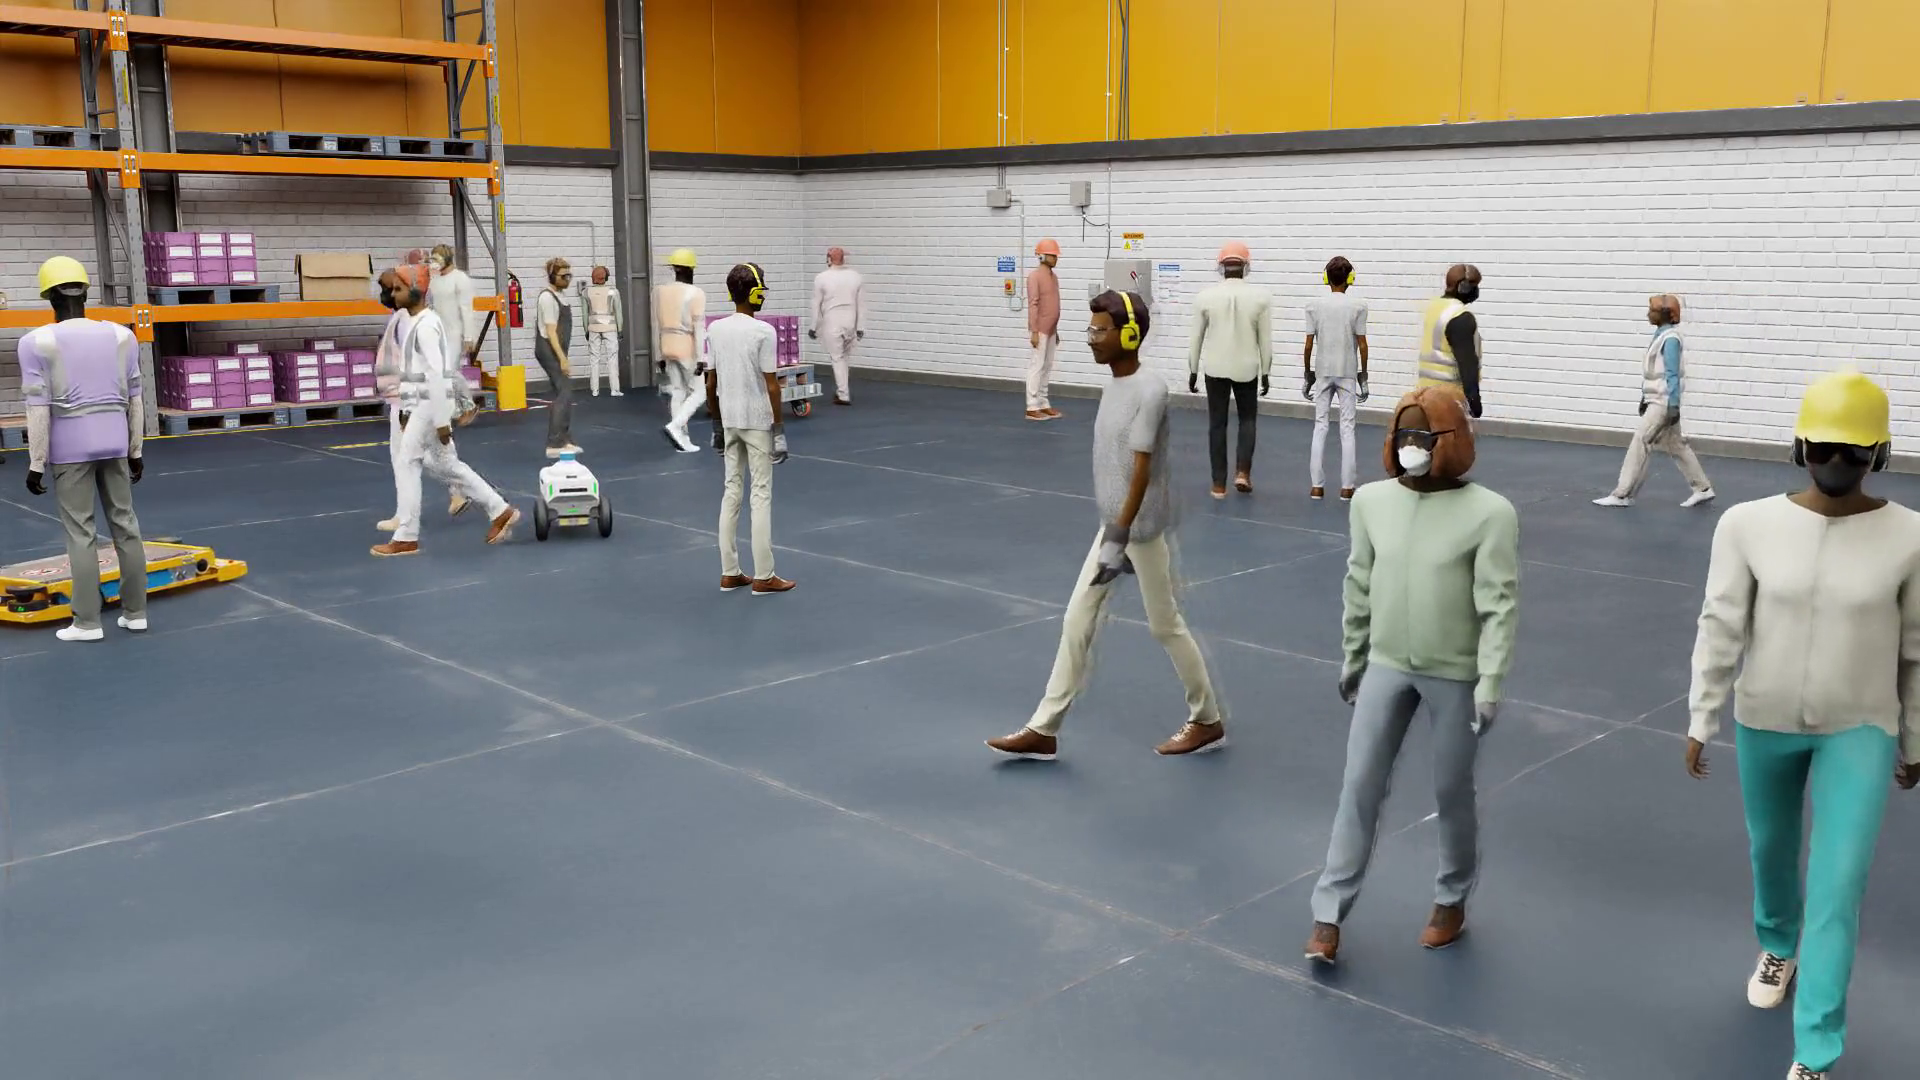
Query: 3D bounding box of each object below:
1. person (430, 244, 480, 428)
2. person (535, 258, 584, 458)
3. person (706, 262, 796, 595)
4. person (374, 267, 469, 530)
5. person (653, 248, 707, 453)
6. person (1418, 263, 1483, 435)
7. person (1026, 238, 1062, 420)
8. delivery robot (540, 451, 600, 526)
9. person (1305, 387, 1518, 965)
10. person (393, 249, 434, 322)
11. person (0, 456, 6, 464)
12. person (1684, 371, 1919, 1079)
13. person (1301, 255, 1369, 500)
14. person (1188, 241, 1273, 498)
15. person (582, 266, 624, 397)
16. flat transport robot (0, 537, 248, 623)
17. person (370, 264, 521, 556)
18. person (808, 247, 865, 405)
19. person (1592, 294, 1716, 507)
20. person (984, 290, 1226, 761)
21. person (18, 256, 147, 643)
[{"bbox_3d":[-5.346,-2.114,17.375,0.660,1.928,0.430,8,13,37],"label":"person"},{"bbox_3d":[-3.679,-1.661,15.219,0.372,1.821,0.530,1,10,4],"label":"person"},{"bbox_3d":[-1.192,-0.624,9.411,0.533,1.871,0.320,6,12,31],"label":"person"},{"bbox_3d":[-3.733,-0.971,11.477,0.591,1.816,0.631,-3,11,-17],"label":"person"},{"bbox_3d":[-2.589,-1.727,15.327,0.586,1.912,0.519,6,12,28],"label":"person"},{"bbox_3d":[3.499,-1.048,11.851,0.449,1.824,0.633,0,10,1],"label":"person"},{"bbox_3d":[0.942,-2.322,18.333,0.396,1.992,0.623,5,12,27],"label":"person"},{"bbox_3d":[-2.658,-0.359,11.298,0.477,0.478,0.707,-3,11,-18],"label":"delivery robot"},{"bbox_3d":[1.237,0.392,4.579,0.523,1.603,0.677,8,13,35],"label":"person"},{"bbox_3d":[-5.648,-2.147,17.697,0.891,1.867,0.681,-9,14,-42],"label":"person"},{"bbox_3d":[-8.750,-1.603,14.573,0.544,1.936,0.359,3,11,16],"label":"person"},{"bbox_3d":[2.067,0.443,4.047,0.525,1.714,0.943,7,12,33],"label":"person"},{"bbox_3d":[2.881,-1.237,12.758,0.520,1.872,0.328,5,11,24],"label":"person"},{"bbox_3d":[2.084,-1.306,12.862,0.637,1.968,0.480,1,10,7],"label":"person"},{"bbox_3d":[-4.473,-2.604,20.836,0.514,1.641,0.308,1,10,4],"label":"person"},{"bbox_3d":[-4.778,0.204,9.259,0.652,0.197,1.431,5,11,24],"label":"flat transport robot"},{"bbox_3d":[-3.306,-0.829,10.620,0.893,1.854,0.578,-3,11,-16],"label":"person"},{"bbox_3d":[-1.525,-2.570,19.999,0.643,1.877,0.827,-7,12,-33],"label":"person"},{"bbox_3d":[5.238,-1.023,12.338,0.863,1.597,0.534,3,11,15],"label":"person"},{"bbox_3d":[0.616,-0.034,6.347,0.981,1.825,0.513,-4,11,-22],"label":"person"},{"bbox_3d":[-4.367,-0.443,8.300,0.381,1.917,0.586,7,13,34],"label":"person"}]
